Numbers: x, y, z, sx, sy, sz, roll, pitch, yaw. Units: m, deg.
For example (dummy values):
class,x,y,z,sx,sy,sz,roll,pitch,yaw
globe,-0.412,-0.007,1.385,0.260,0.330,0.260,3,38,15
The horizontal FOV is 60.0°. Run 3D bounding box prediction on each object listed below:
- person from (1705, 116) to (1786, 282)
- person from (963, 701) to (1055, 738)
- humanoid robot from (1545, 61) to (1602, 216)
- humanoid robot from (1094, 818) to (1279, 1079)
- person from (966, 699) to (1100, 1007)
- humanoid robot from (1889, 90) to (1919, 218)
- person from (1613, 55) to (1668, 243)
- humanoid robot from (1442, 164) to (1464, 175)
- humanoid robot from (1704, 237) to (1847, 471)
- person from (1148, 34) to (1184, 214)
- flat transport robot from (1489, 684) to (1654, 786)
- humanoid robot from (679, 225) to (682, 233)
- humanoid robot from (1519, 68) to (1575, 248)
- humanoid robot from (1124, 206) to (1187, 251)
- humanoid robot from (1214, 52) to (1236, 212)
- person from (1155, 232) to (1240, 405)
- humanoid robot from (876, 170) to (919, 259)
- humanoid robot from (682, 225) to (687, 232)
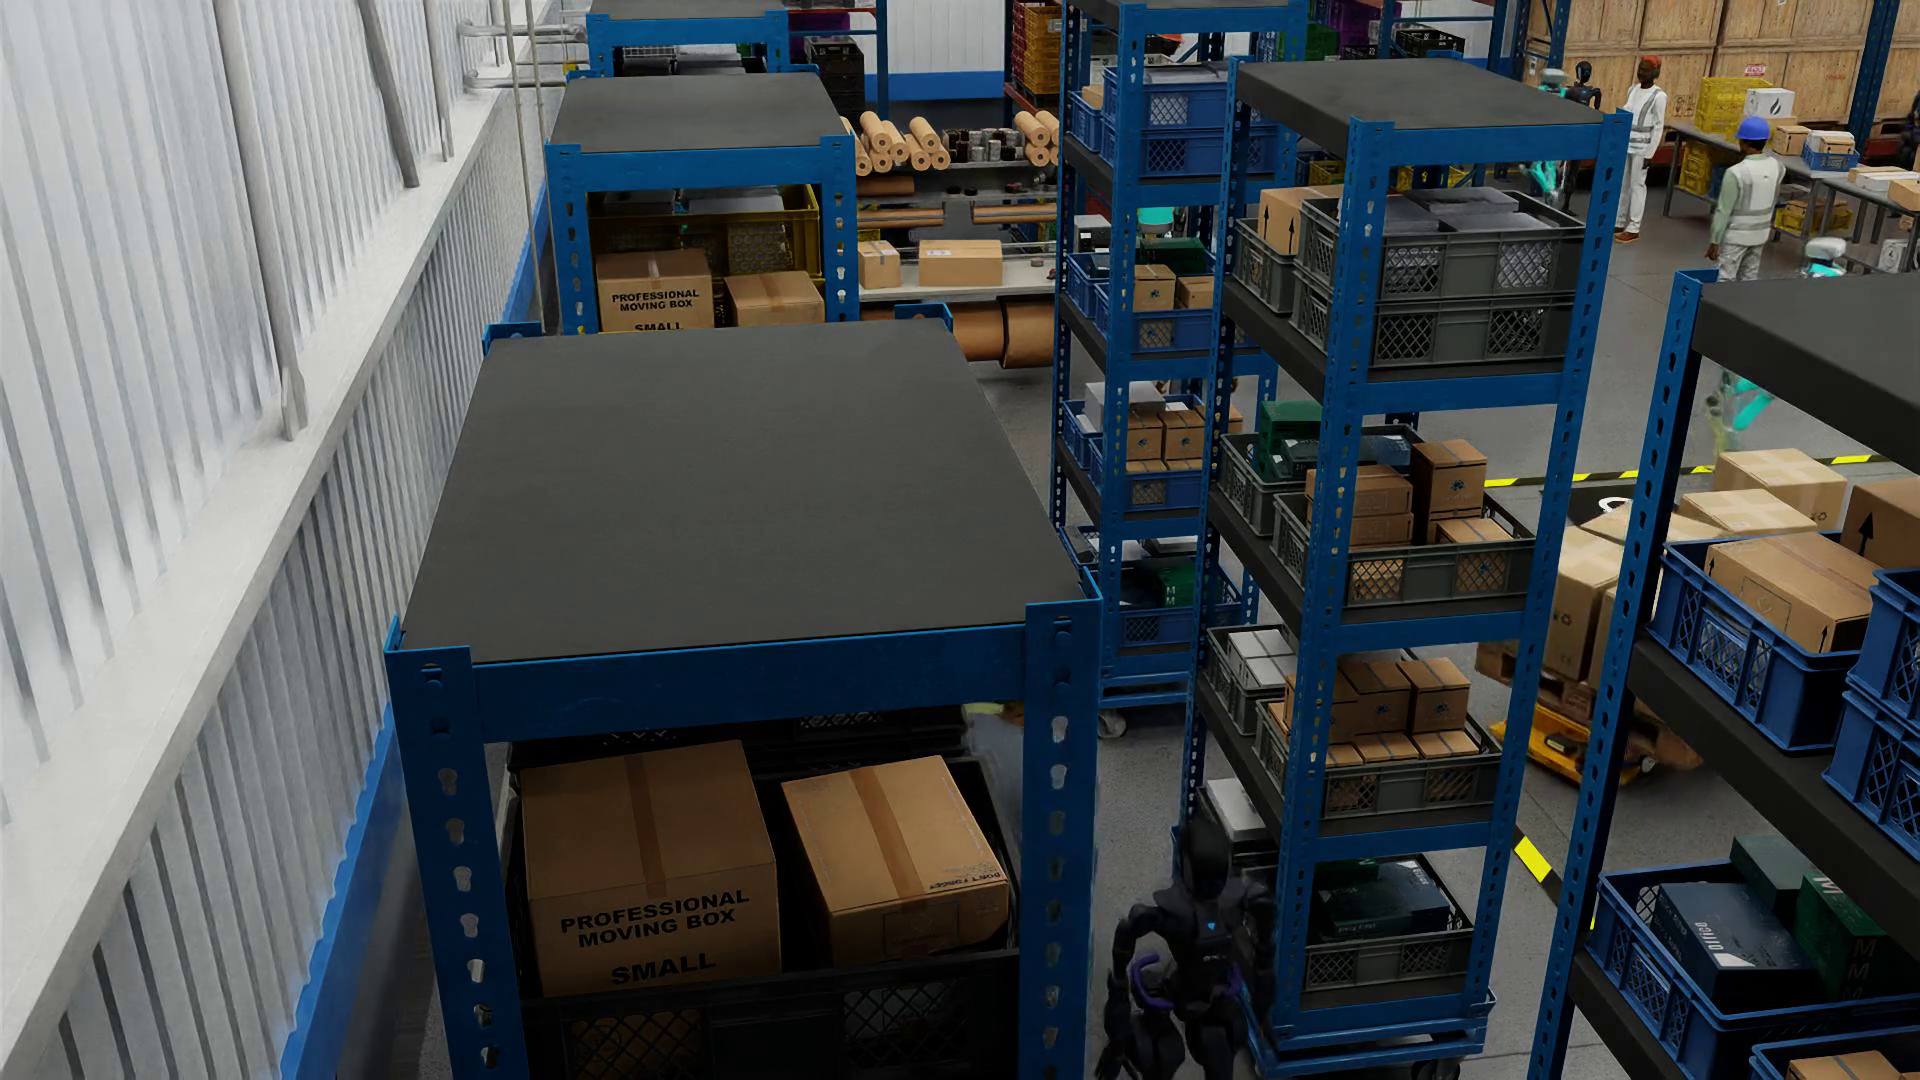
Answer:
class,x,y,z,sx,sy,sz,roll,pitch,yaw
person,6.454,-2.521,13.786,0.612,1.941,0.414,-10,26,-20
person,0.034,0.879,6.563,0.625,1.797,0.942,-3,25,-6
humanoid robot,6.645,-4.346,18.043,0.599,1.657,0.315,-4,25,-8
humanoid robot,0.731,1.526,5.306,0.614,1.632,0.498,-6,25,-13
person,0.220,1.202,5.717,0.626,1.911,0.510,14,28,28
humanoid robot,10.281,-4.260,17.876,0.421,1.648,0.596,-4,25,-9
person,6.928,-4.009,17.079,0.347,1.883,0.582,-6,25,-14
humanoid robot,5.016,-4.040,17.432,0.603,1.629,0.780,-6,25,-14
humanoid robot,5.319,-1.154,11.132,0.825,1.833,0.553,18,30,34
person,2.227,-4.609,18.208,0.383,2.034,0.603,-10,26,-20
flat transport robot,3.416,0.843,8.434,1.431,0.197,0.652,-16,29,-32
humanoid robot,-2.688,-3.624,16.574,0.598,1.645,0.731,4,25,8
humanoid robot,6.048,-3.821,16.871,0.531,1.758,1.014,-3,25,-7
humanoid robot,1.539,-2.476,13.760,0.533,1.680,0.735,-4,25,-8
humanoid robot,3.050,-4.489,18.284,0.814,1.757,0.546,-16,29,-31
person,1.547,-1.095,10.784,0.590,1.852,0.365,-3,25,-7
humanoid robot,-0.563,-2.217,13.469,0.719,1.629,0.613,8,26,18
humanoid robot,-2.048,-2.054,13.119,0.543,1.881,0.728,-2,25,-4
